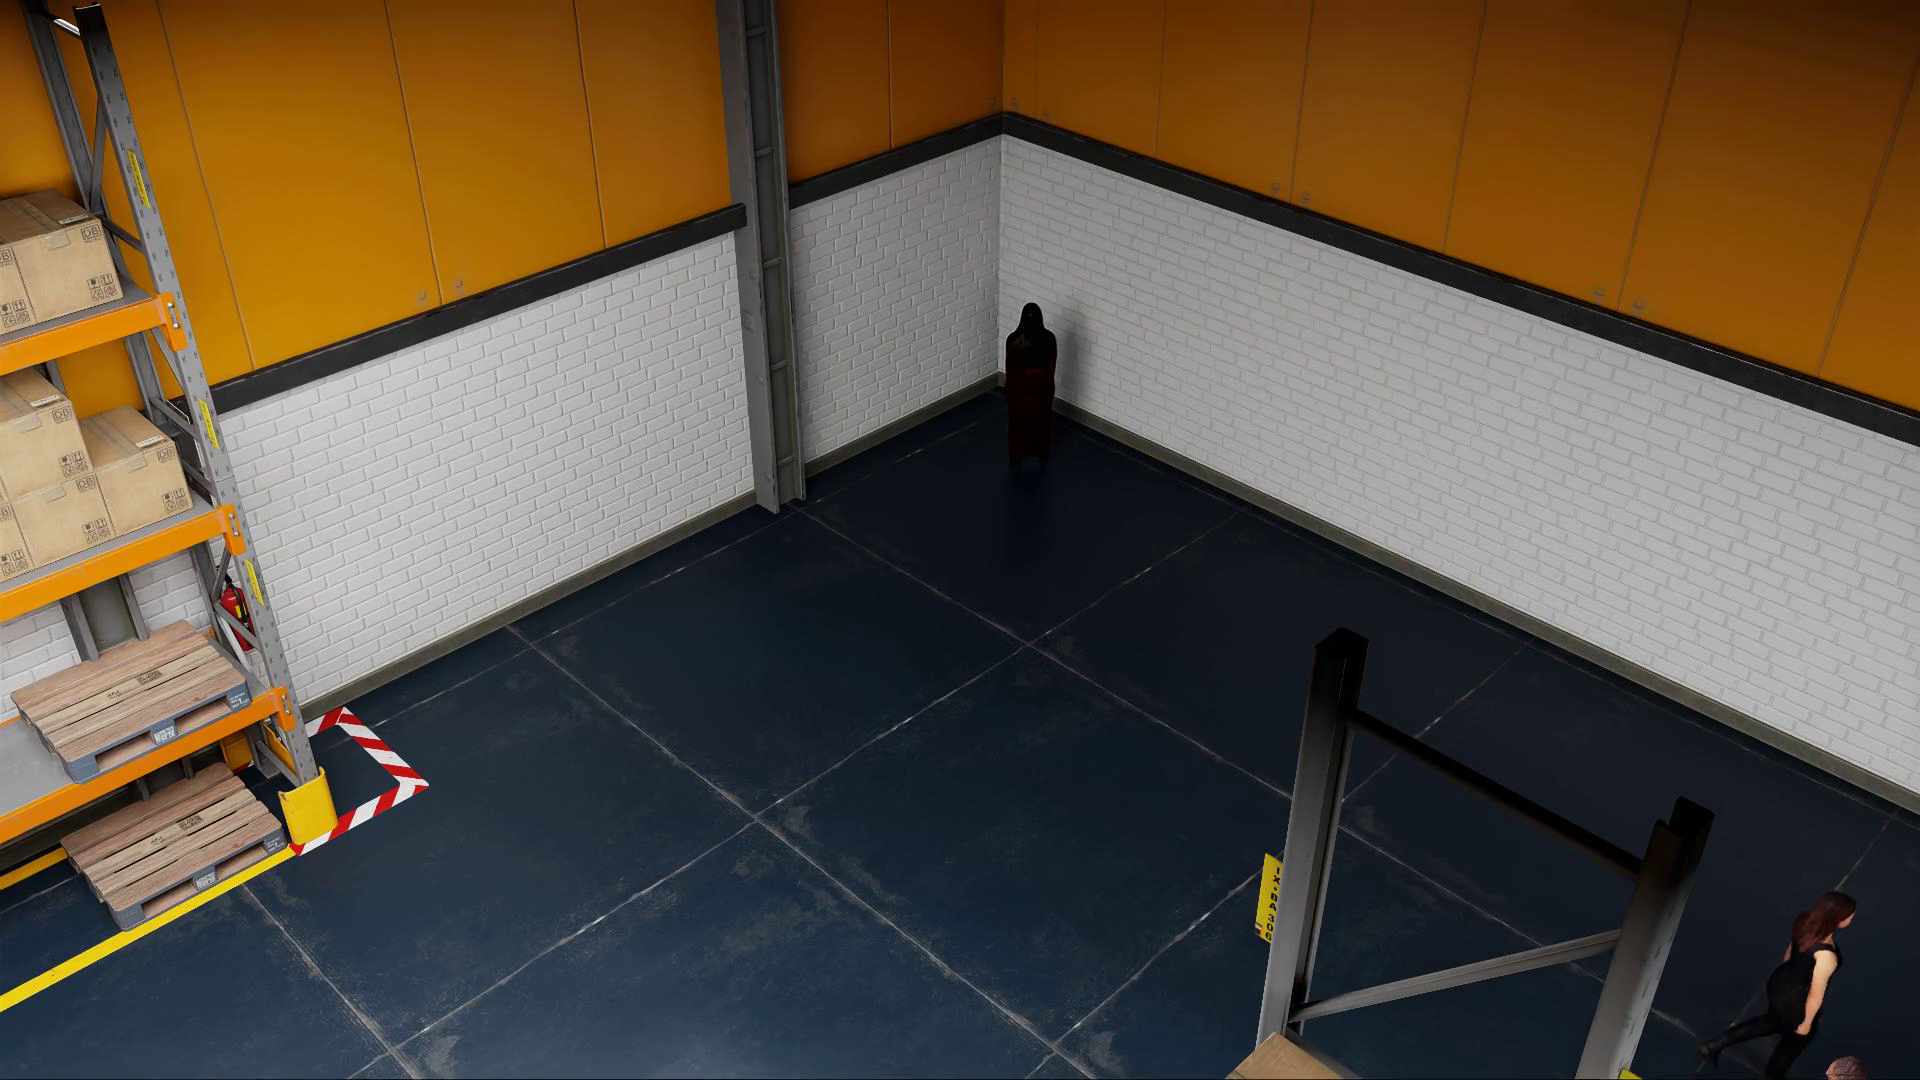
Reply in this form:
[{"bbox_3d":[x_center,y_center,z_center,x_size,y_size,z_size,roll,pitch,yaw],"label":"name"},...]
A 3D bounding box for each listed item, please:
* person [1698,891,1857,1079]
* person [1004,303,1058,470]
[{"bbox_3d":[4.881,2.720,9.881,0.962,1.677,0.936,3,34,5],"label":"person"},{"bbox_3d":[0.685,-1.489,16.140,0.729,1.757,0.820,-5,34,-8],"label":"person"}]
